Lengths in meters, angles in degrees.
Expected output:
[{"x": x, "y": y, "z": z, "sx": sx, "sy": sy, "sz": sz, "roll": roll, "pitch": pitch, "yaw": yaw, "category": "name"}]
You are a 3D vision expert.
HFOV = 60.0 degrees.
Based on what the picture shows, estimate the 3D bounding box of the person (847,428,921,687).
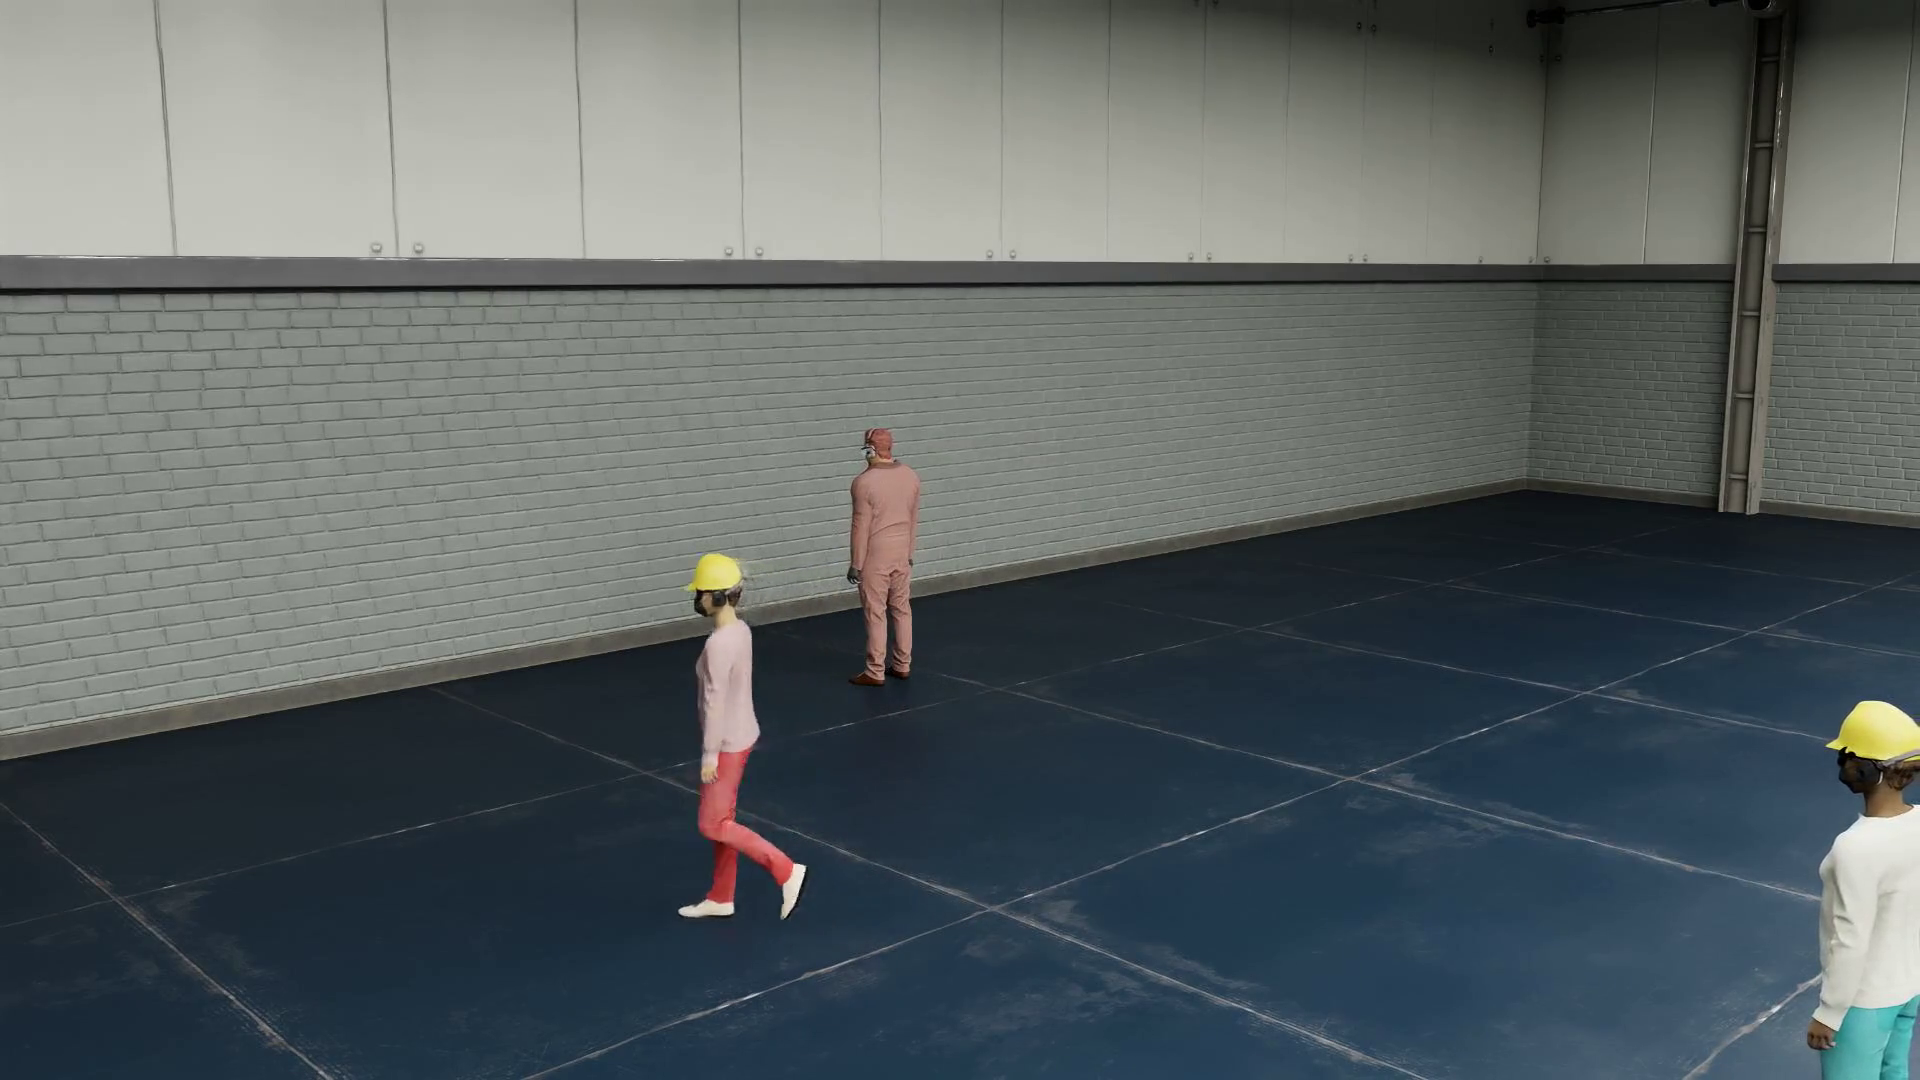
[{"x": -0.586, "y": 0.124, "z": 12.231, "sx": 0.410, "sy": 1.905, "sz": 0.641, "roll": 8, "pitch": 12, "yaw": 42, "category": "person"}]

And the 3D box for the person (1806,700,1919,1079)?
[{"x": 2.715, "y": 1.354, "z": 5.020, "sx": 0.535, "sy": 1.767, "sz": 0.316, "roll": -7, "pitch": 12, "yaw": -38, "category": "person"}]

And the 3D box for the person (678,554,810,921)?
[{"x": -1.020, "y": 0.930, "z": 7.678, "sx": 0.567, "sy": 1.749, "sz": 0.544, "roll": 1, "pitch": 9, "yaw": 4, "category": "person"}]
